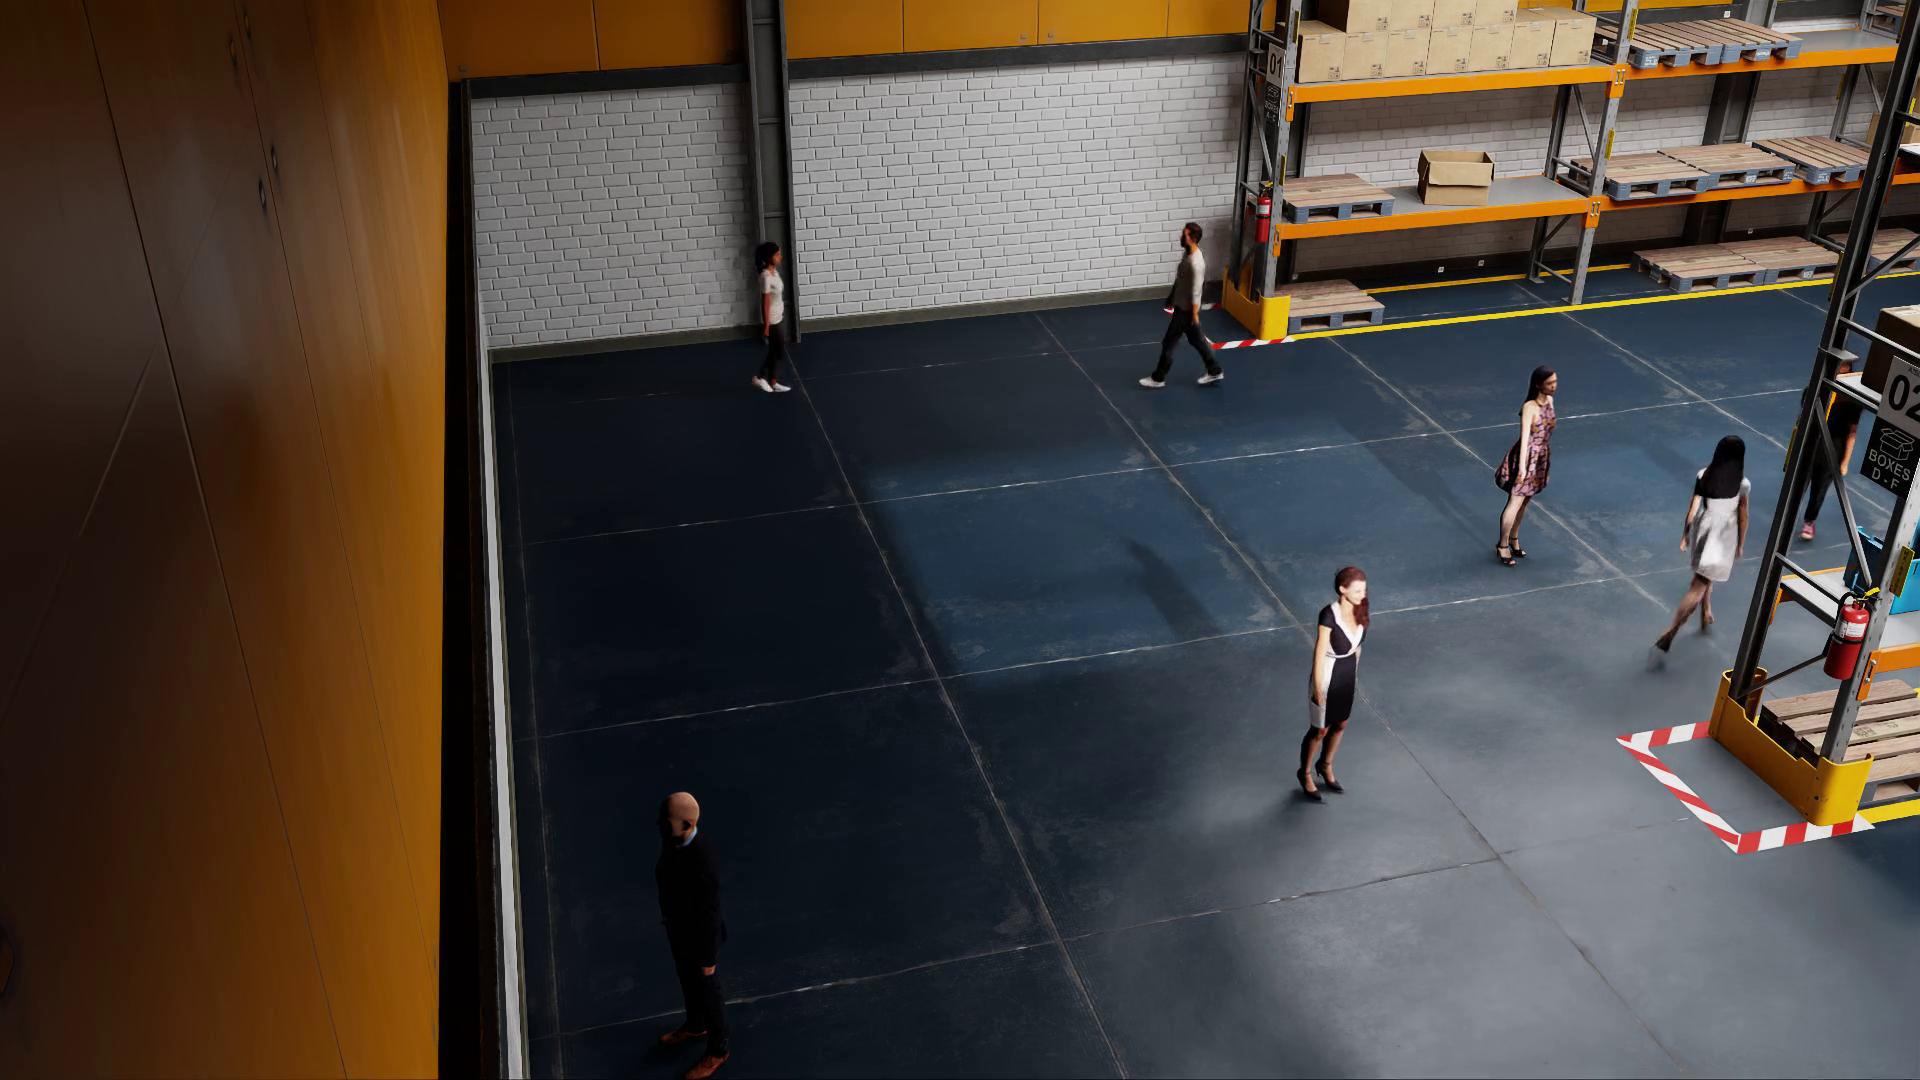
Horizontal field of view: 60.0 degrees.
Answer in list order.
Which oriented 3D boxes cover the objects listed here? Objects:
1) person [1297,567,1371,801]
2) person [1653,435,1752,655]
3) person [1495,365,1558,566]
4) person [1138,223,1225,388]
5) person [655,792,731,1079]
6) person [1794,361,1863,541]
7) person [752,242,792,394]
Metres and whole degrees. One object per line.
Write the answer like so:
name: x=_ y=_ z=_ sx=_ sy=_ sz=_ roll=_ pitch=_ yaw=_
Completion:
person: x=2.461 y=0.938 z=11.028 sx=0.611 sy=1.787 sz=0.722 roll=-21 pitch=35 yaw=-34
person: x=5.676 y=0.090 z=12.650 sx=1.254 sy=1.723 sz=0.979 roll=-23 pitch=36 yaw=-35
person: x=4.762 y=-0.631 z=13.918 sx=0.856 sy=1.774 sz=0.776 roll=24 pitch=37 yaw=37
person: x=2.438 y=-2.393 z=17.151 sx=1.212 sy=1.770 sz=0.889 roll=1 pitch=29 yaw=2
person: x=-1.432 y=2.084 z=8.913 sx=0.708 sy=1.801 sz=0.745 roll=-18 pitch=33 yaw=-30
person: x=7.343 y=-0.746 z=14.183 sx=1.061 sy=1.722 sz=1.145 roll=18 pitch=33 yaw=29
person: x=-2.016 y=-2.265 z=17.061 sx=0.702 sy=1.632 sz=0.652 roll=0 pitch=29 yaw=0
